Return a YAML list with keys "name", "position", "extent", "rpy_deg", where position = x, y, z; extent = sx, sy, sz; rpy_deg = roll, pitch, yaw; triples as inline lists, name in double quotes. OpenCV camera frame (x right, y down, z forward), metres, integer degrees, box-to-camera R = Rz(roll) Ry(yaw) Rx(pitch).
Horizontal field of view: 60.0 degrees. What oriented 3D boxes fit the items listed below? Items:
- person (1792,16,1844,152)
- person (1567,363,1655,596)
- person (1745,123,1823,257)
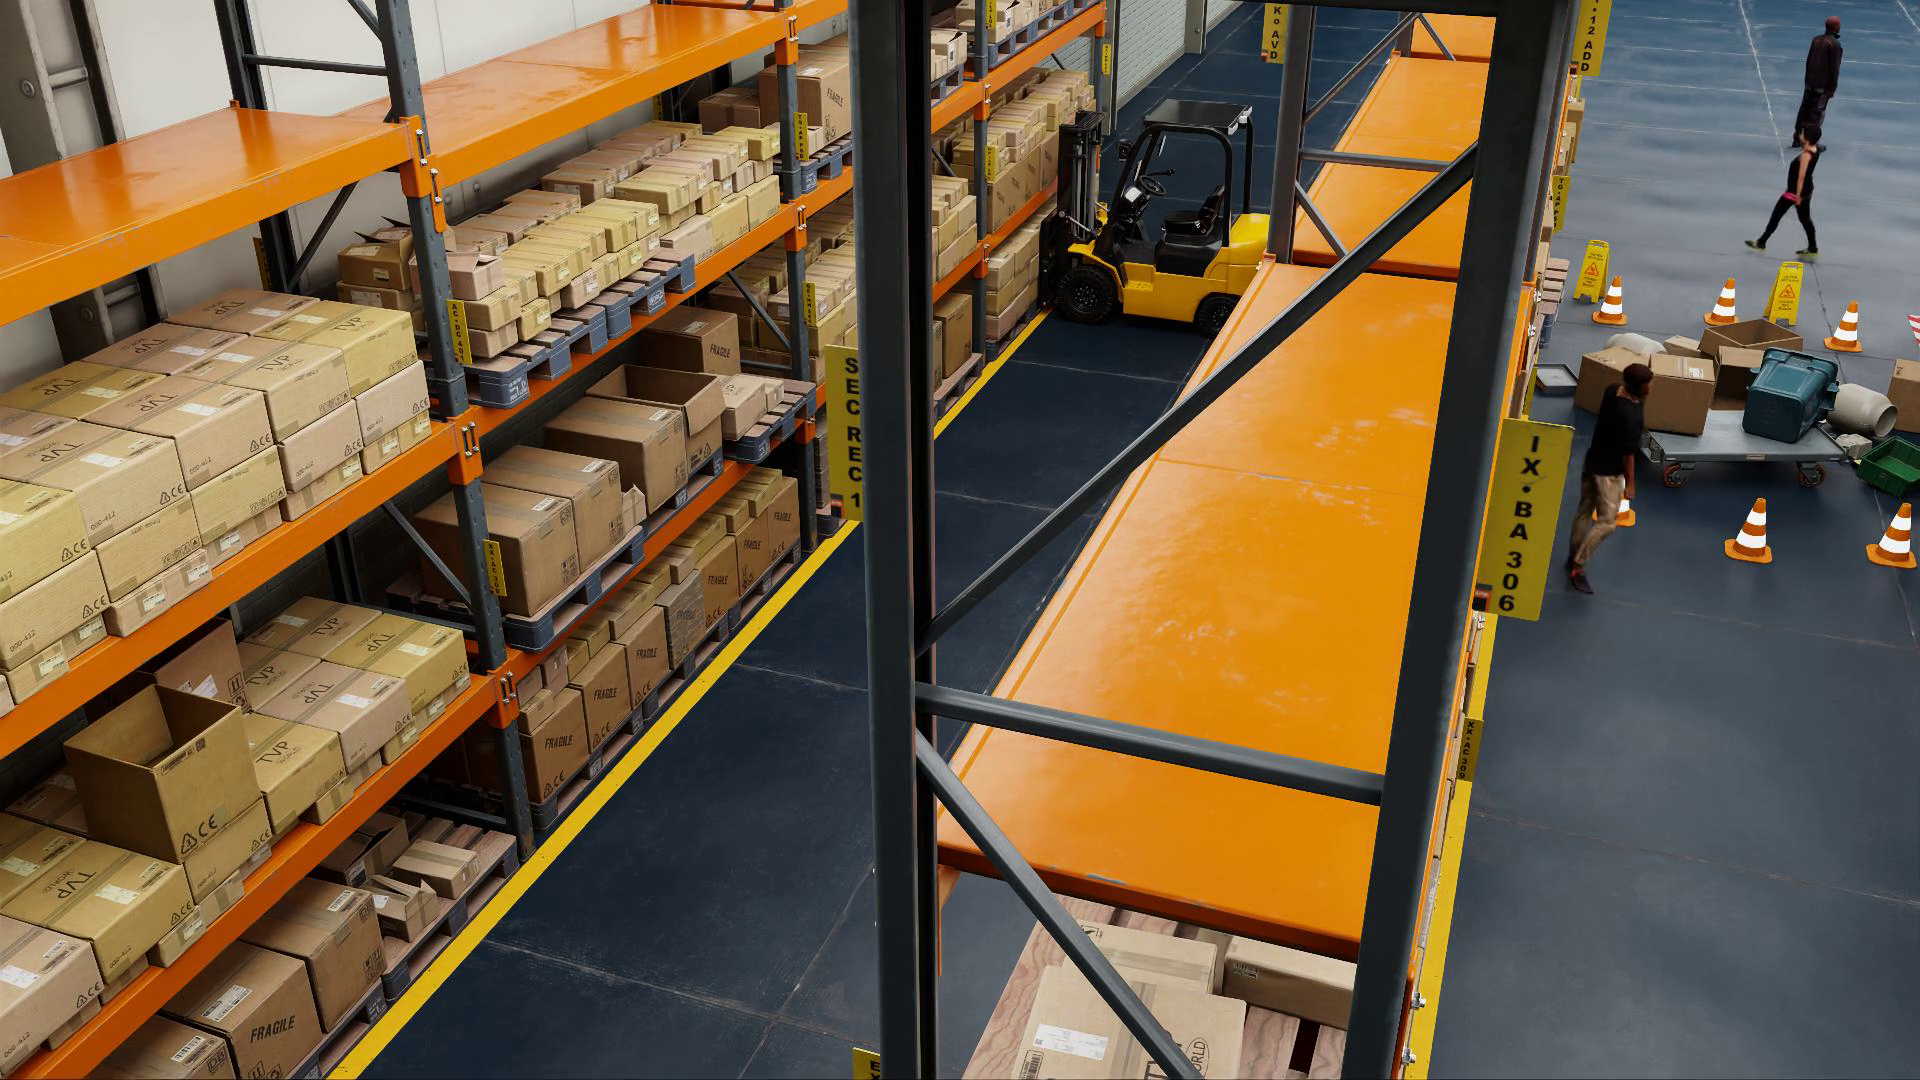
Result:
- name: "person"
  position: [11.991, -6.384, 23.212]
  extent: [0.853, 1.826, 0.767]
  rpy_deg: [-9, 29, -17]
- name: "person"
  position: [4.717, -0.532, 12.236]
  extent: [0.943, 1.815, 0.724]
  rpy_deg: [-9, 29, -16]
- name: "person"
  position: [9.659, -3.958, 18.989]
  extent: [1.019, 1.514, 0.907]
  rpy_deg: [-23, 36, -37]
